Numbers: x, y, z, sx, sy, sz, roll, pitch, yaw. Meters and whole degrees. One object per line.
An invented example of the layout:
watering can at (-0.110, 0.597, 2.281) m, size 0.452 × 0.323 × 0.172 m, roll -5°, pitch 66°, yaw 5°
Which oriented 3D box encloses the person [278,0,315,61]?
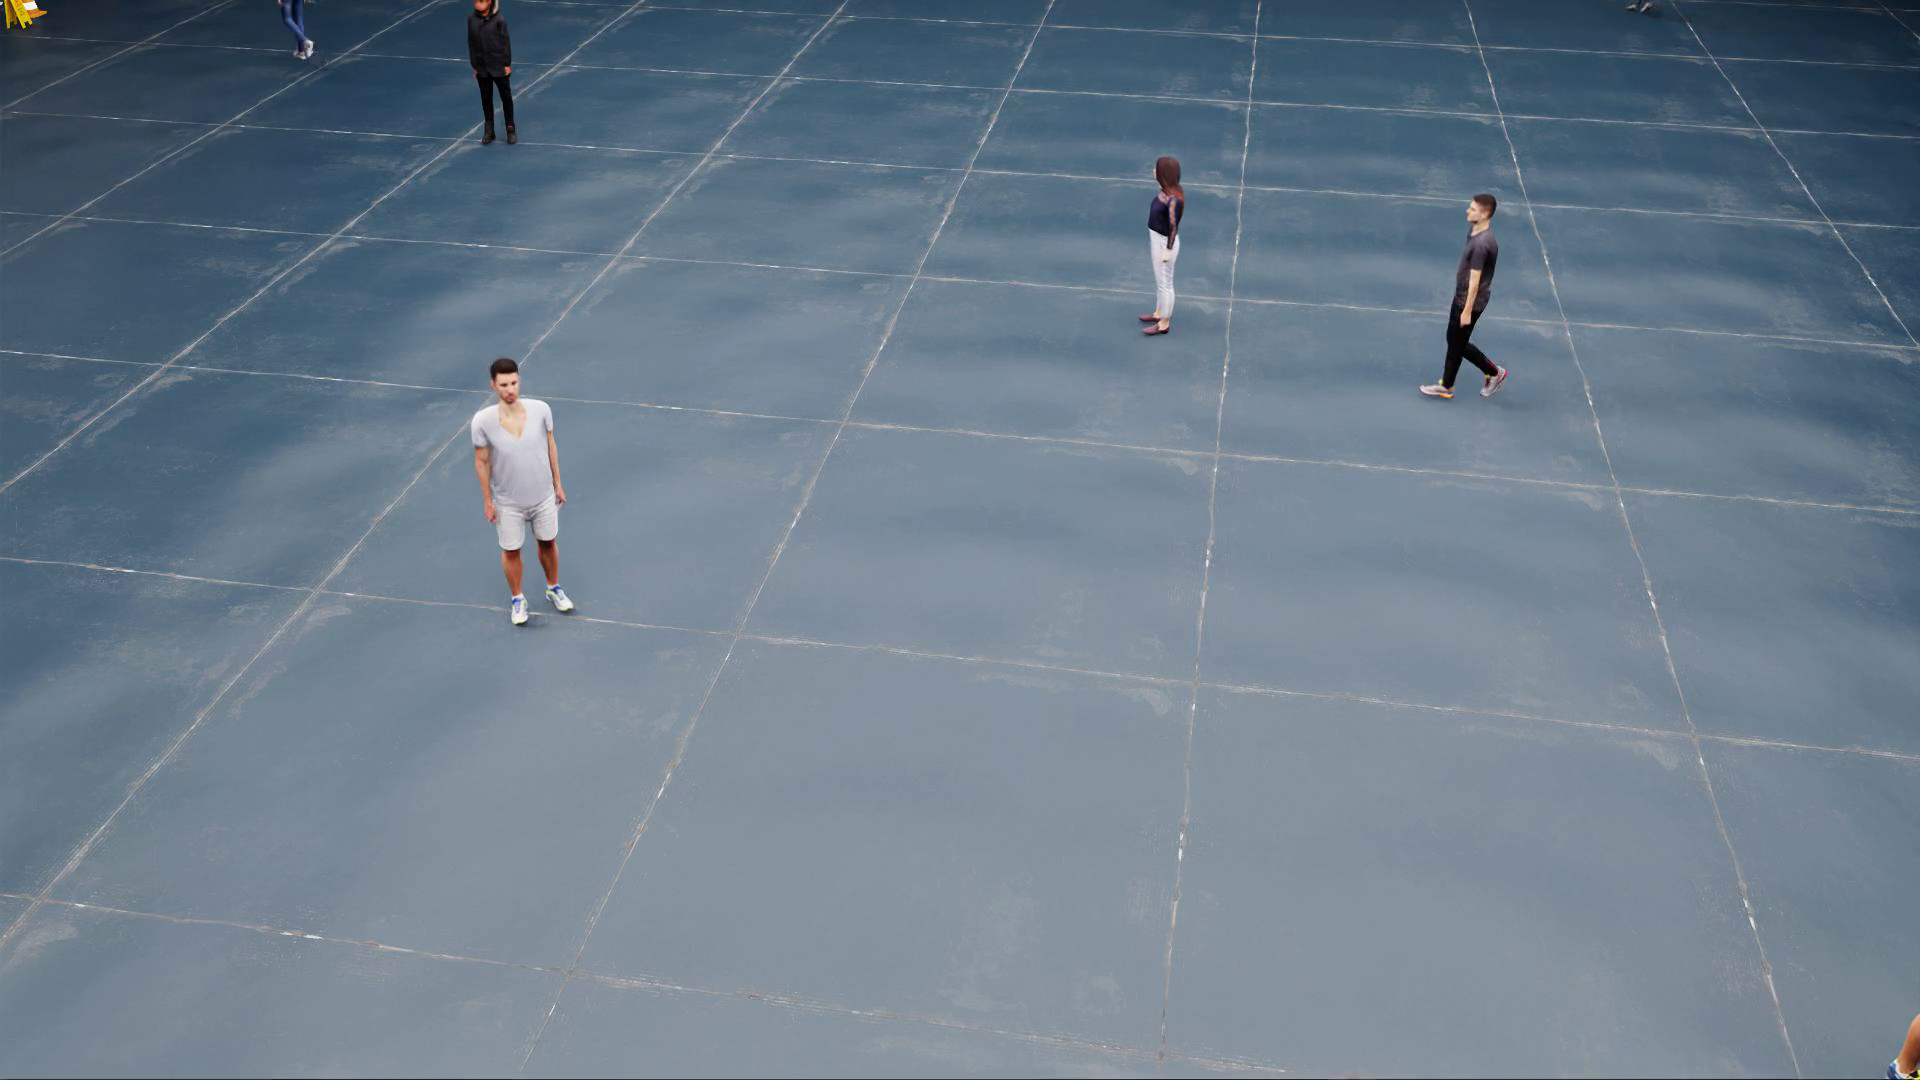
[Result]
person at (-8.630, -7.067, 21.522) m, size 0.961 × 1.729 × 0.841 m, roll 27°, pitch 41°, yaw 36°

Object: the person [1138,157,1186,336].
person at (1.773, -2.574, 14.515) m, size 0.579 × 1.606 × 0.627 m, roll 0°, pitch 32°, yaw 1°

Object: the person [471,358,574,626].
person at (-2.821, -0.332, 10.730) m, size 0.724 × 1.853 × 0.818 m, roll -16°, pitch 36°, yaw -23°

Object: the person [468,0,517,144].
person at (-5.313, -5.406, 18.846) m, size 0.587 × 1.775 × 0.720 m, roll 0°, pitch 32°, yaw 0°

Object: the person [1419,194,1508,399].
person at (4.152, -1.904, 13.315) m, size 0.884 × 1.754 × 0.676 m, roll 4°, pitch 32°, yaw 6°

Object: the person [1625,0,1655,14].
person at (9.803, -8.143, 23.628) m, size 0.754 × 1.303 × 0.663 m, roll 27°, pitch 41°, yaw 36°
